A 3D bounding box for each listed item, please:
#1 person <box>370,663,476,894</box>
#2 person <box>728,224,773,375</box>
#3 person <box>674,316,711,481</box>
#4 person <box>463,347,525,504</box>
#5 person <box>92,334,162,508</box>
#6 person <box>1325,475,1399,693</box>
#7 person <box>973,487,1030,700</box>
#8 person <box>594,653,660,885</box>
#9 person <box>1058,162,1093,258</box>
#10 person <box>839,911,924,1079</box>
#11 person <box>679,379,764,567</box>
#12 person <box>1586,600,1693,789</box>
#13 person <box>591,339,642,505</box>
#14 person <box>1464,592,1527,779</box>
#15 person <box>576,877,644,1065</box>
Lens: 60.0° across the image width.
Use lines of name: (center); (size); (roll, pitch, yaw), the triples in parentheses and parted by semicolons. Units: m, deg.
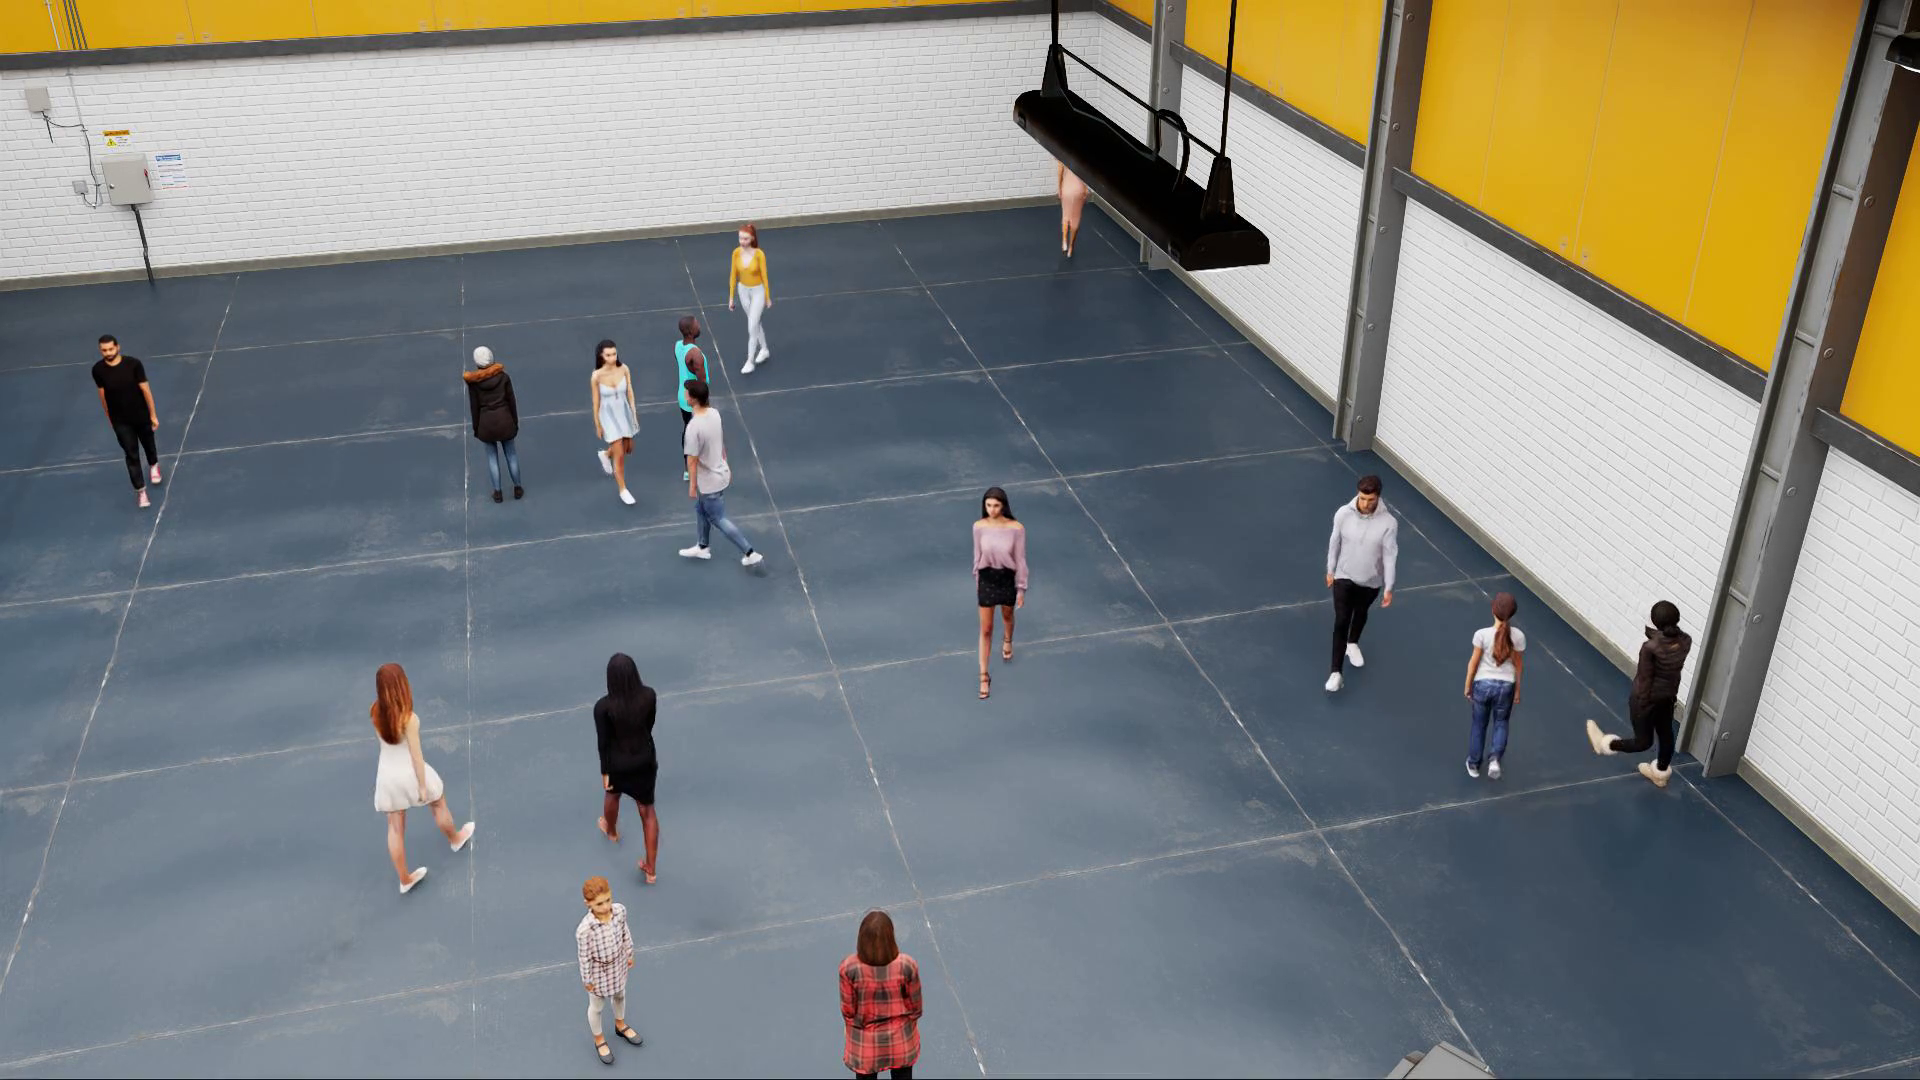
person: (-3.837, 1.663, 11.299); (0.874, 1.681, 1.045); (9, 30, 15)
person: (-2.416, -2.886, 19.601); (0.924, 1.717, 1.081); (9, 30, 15)
person: (-2.704, -1.403, 16.789); (0.733, 1.806, 0.613); (-23, 36, -36)
person: (-4.607, -1.152, 16.508); (0.634, 1.635, 0.605); (-10, 30, -17)
person: (-8.271, -1.269, 16.629); (0.783, 1.723, 1.178); (-13, 31, -23)
person: (3.283, 0.254, 13.679); (1.036, 1.874, 1.241); (4, 29, 7)
person: (0.349, 0.357, 13.615); (0.937, 1.756, 1.198); (5, 29, 8)
person: (-2.211, 1.595, 11.418); (0.792, 1.686, 1.092); (-16, 32, -27)
person: (1.558, -4.783, 22.970); (0.707, 1.821, 0.735); (7, 29, 13)
person: (-0.438, 2.745, 9.291); (0.652, 1.703, 0.614); (-2, 29, -3)
person: (-2.208, -0.566, 15.204); (1.063, 1.855, 1.151); (9, 30, 16)
person: (5.071, 1.111, 12.351); (0.709, 1.642, 0.813); (-10, 30, -17)
person: (-3.462, -1.217, 16.546); (0.832, 1.712, 1.027); (-19, 34, -30)
person: (3.999, 1.133, 12.406); (0.725, 1.552, 0.820); (4, 29, 8)
person: (-2.141, 2.555, 10.050); (0.638, 1.311, 0.612); (25, 37, 38)
